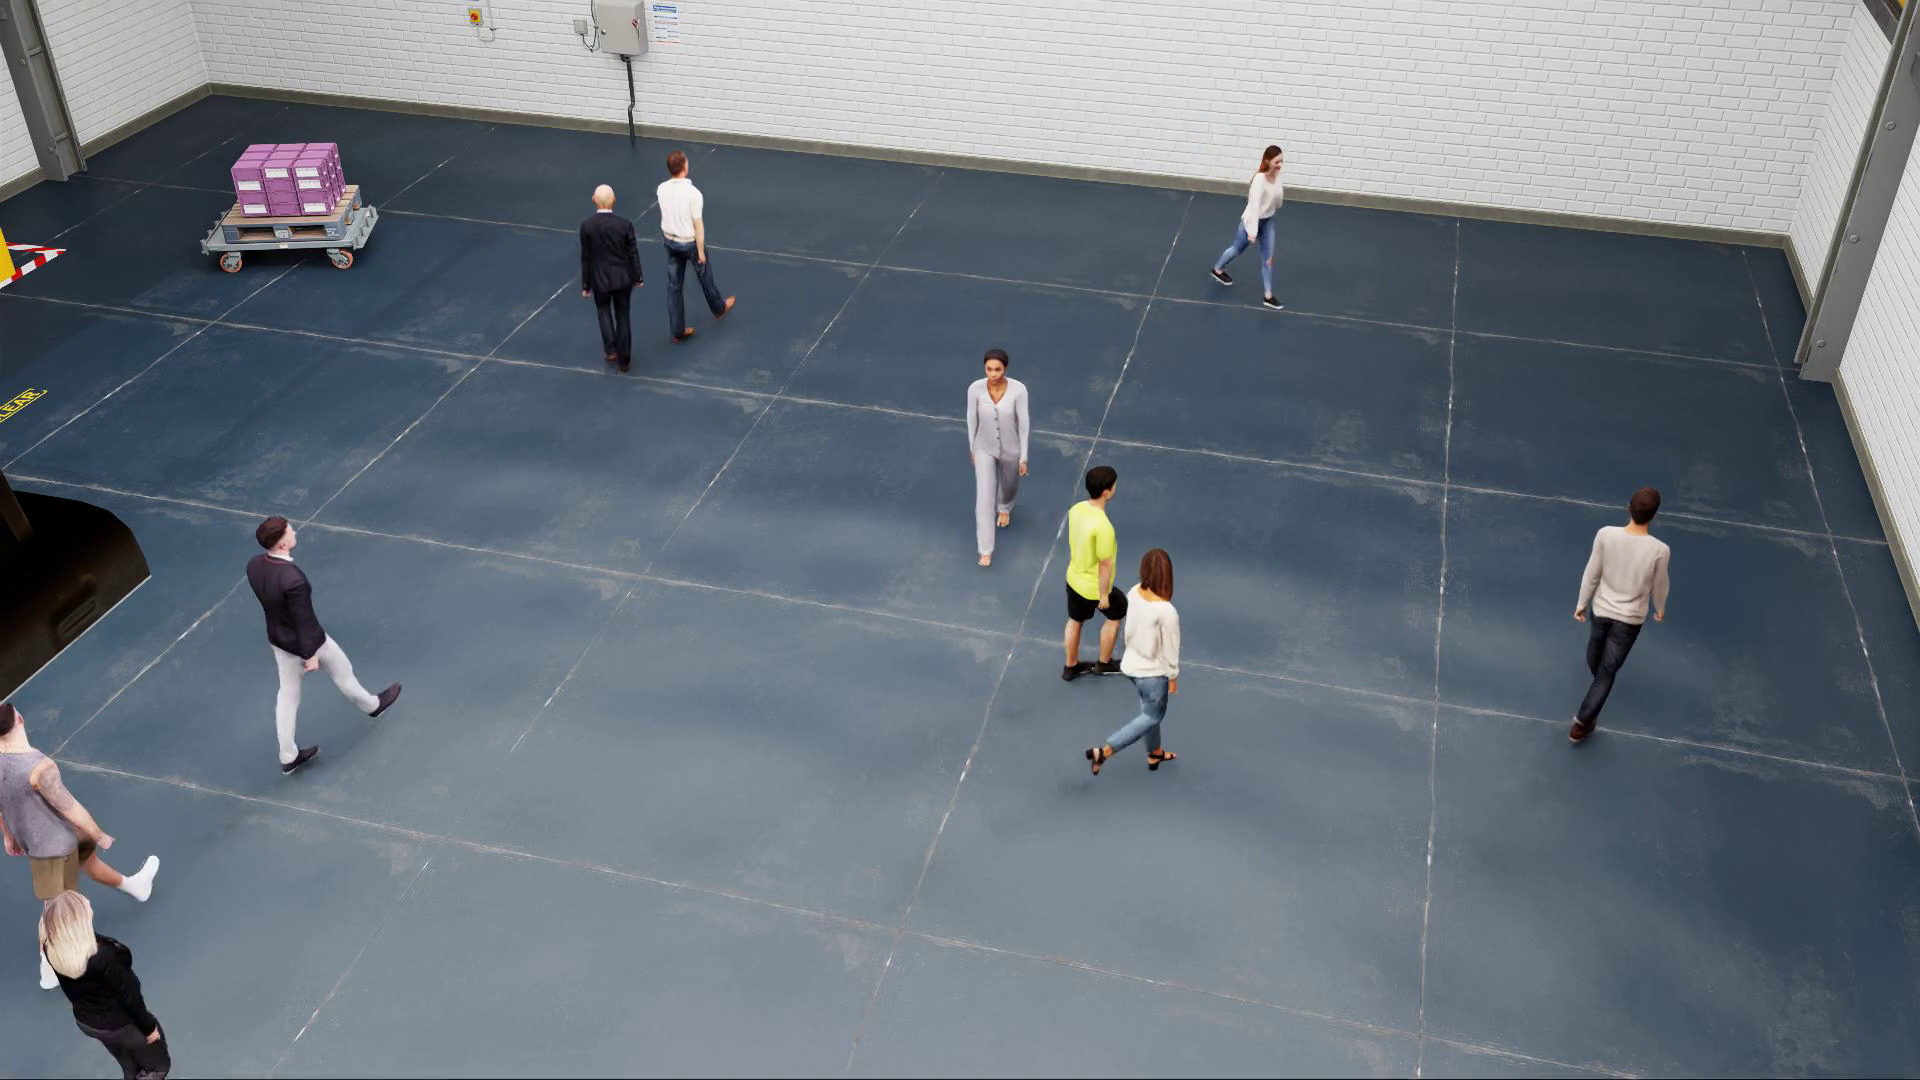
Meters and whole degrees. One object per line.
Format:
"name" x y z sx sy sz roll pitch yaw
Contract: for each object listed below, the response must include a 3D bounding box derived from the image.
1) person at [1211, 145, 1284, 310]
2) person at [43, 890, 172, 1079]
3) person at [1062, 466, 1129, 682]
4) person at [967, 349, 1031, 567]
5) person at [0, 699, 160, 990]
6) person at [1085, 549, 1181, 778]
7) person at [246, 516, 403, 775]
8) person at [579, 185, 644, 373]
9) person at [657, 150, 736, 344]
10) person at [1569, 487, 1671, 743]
"person" 2.897 -3.162 16.600 1.202 1.628 1.146 -27 42 -34
"person" -4.195 2.426 8.148 0.659 1.679 0.841 12 35 17
"person" 0.835 0.280 11.359 0.886 1.698 0.827 -18 38 -26
"person" 0.316 -0.740 12.886 0.803 1.706 1.174 1 34 2
"person" -5.102 1.713 9.192 0.780 1.771 1.219 13 36 18
"person" 1.120 0.856 10.543 1.034 1.642 0.986 -14 36 -20
"person" -4.311 0.709 10.625 0.941 1.796 1.265 20 39 27
"person" -3.189 -2.346 15.234 0.818 1.781 0.808 -7 34 -10
"person" -2.687 -2.742 15.797 0.866 1.818 1.189 17 37 23
"person" 4.260 0.538 10.860 0.987 1.821 1.238 26 41 33
